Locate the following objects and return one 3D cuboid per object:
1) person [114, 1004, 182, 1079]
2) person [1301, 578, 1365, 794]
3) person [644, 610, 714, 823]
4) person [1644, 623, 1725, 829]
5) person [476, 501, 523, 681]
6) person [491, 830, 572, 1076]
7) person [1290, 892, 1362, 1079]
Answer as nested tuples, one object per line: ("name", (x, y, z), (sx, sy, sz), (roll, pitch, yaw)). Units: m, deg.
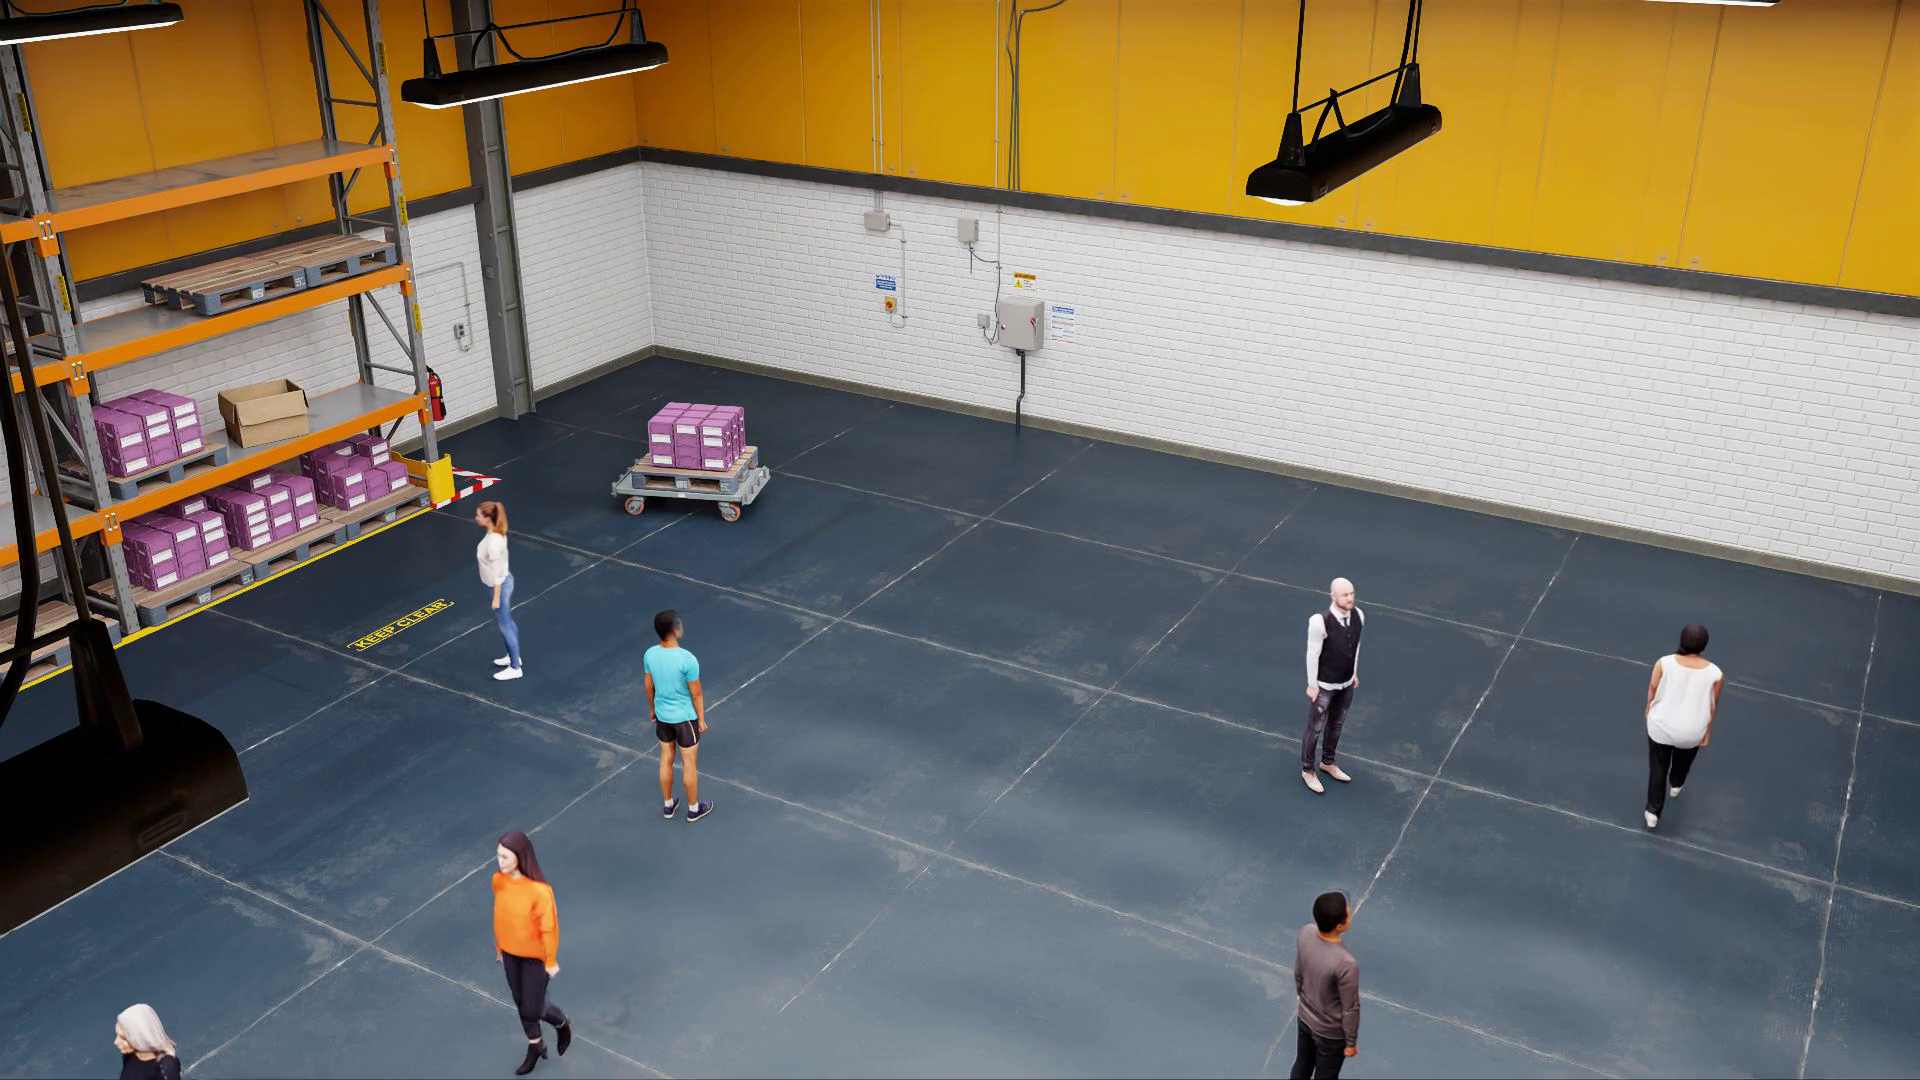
("person", (-4.184, 3.183, 8.960), (0.762, 1.702, 1.203), (18, 29, 35))
("person", (3.014, 1.145, 13.472), (0.713, 1.824, 0.840), (-14, 27, -29))
("person", (-2.225, 1.376, 13.004), (0.657, 1.775, 0.569), (8, 25, 17))
("person", (5.573, 1.465, 12.956), (0.714, 1.650, 1.078), (11, 26, 23))
("person", (-4.203, 0.446, 15.201), (0.739, 1.719, 0.662), (-4, 24, -10))
("person", (-2.637, 2.541, 10.382), (0.625, 1.741, 0.658), (14, 27, 28))
("person", (2.112, 2.812, 9.727), (0.713, 1.768, 0.721), (-17, 29, -34))
